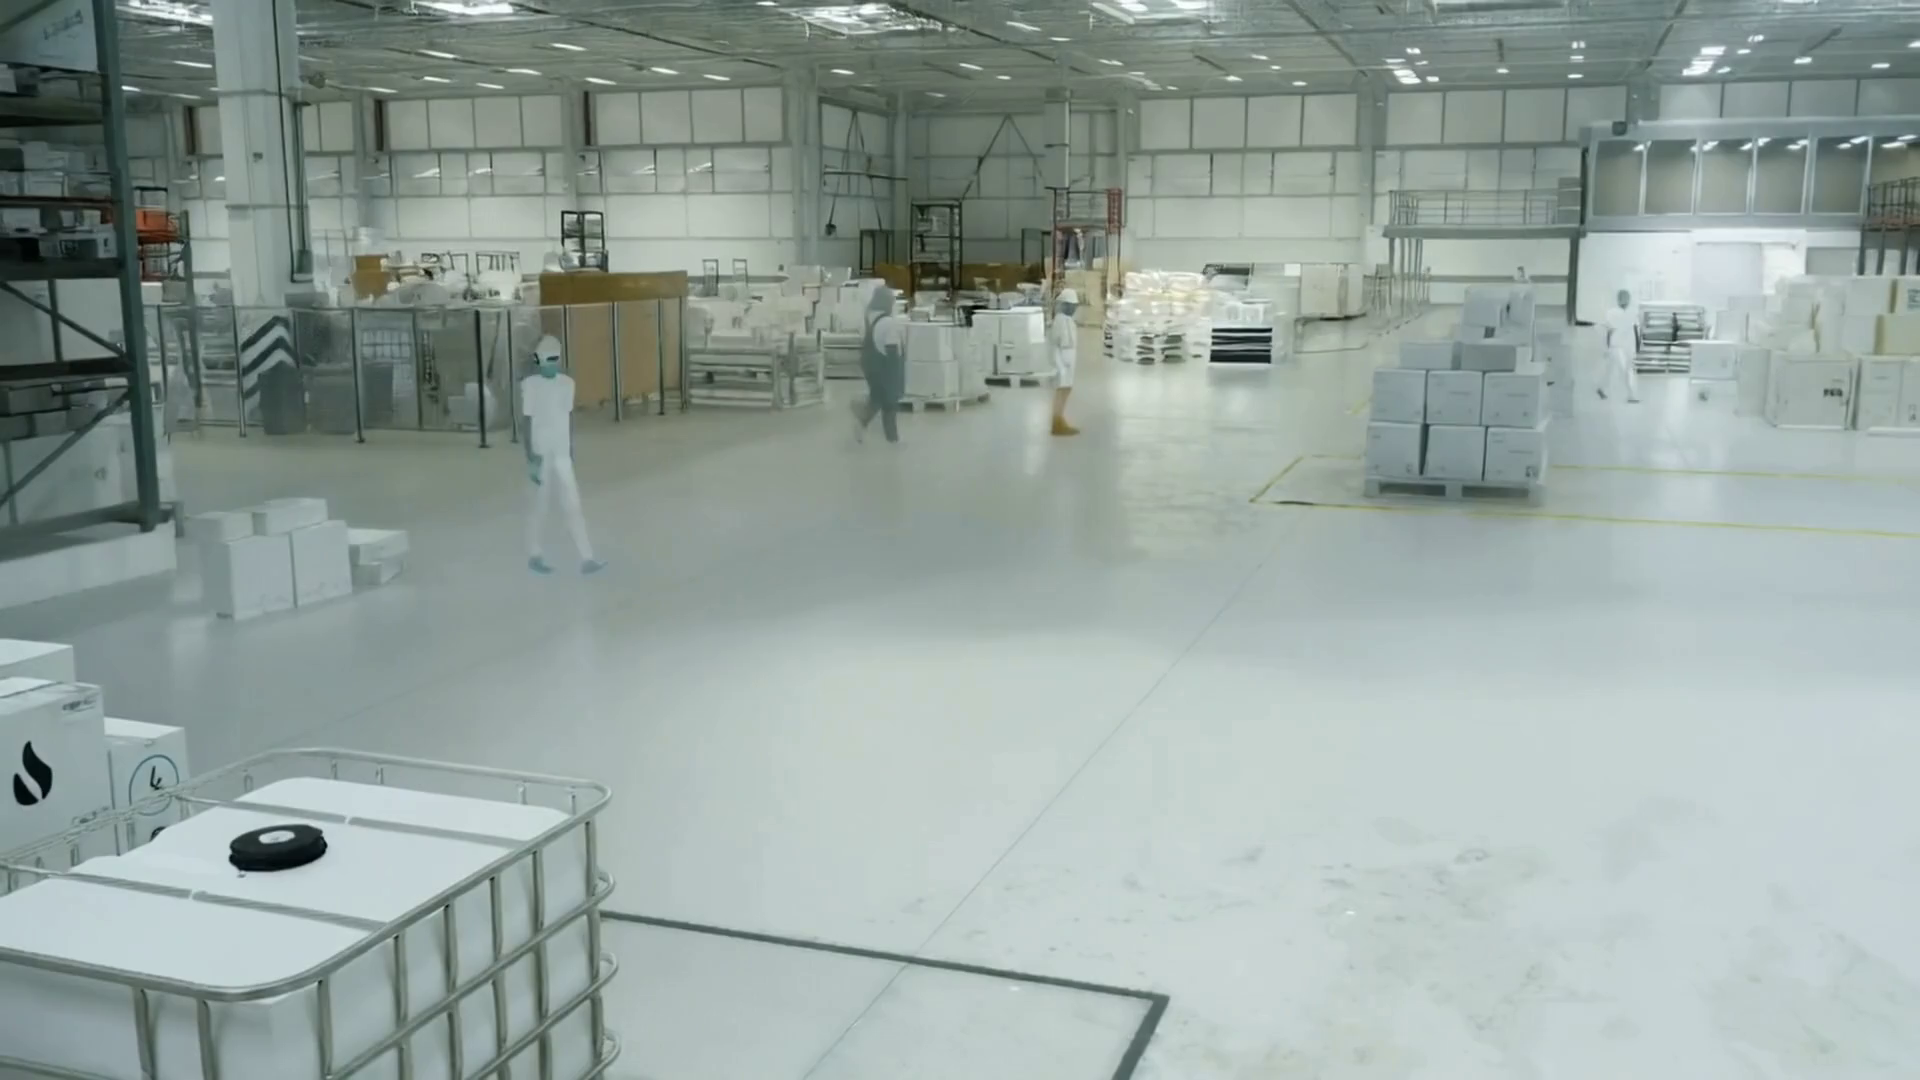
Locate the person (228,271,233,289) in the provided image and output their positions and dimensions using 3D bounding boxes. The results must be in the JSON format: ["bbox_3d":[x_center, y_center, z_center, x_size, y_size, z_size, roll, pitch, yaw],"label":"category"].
[{"bbox_3d":[-25.652,-8.864,58.910,0.633,1.858,1.023,4,11,24],"label":"person"}]

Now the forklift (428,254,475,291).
[{"bbox_3d":[-20.133,-10.254,65.465,1.157,1.987,2.680,3,11,19],"label":"forklift"}]

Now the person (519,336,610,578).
[{"bbox_3d":[-3.019,-0.607,12.470,0.529,1.819,0.934,-10,14,-44],"label":"person"}]

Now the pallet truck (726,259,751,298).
[{"bbox_3d":[-7.986,-9.493,62.019,0.823,1.965,1.885,3,11,17],"label":"pallet truck"}]

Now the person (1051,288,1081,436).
[{"bbox_3d":[1.406,-2.339,21.906,0.376,1.932,0.551,4,11,22],"label":"person"}]

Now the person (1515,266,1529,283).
[{"bbox_3d":[16.781,-7.258,49.771,0.358,1.880,0.607,-4,11,-20],"label":"person"}]

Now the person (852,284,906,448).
[{"bbox_3d":[-0.946,-2.137,20.470,0.615,2.000,0.700,-9,14,-43],"label":"person"}]

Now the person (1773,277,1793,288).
[{"bbox_3d":[13.170,-3.213,26.665,0.622,1.992,0.387,-10,14,-44],"label":"person"}]

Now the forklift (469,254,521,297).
[{"bbox_3d":[-17.990,-10.121,64.684,1.157,1.987,2.680,3,11,17],"label":"forklift"}]

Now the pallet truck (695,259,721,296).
[{"bbox_3d":[-9.165,-9.627,62.776,0.823,1.965,1.885,4,11,23],"label":"pallet truck"}]

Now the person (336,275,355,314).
[{"bbox_3d":[-15.401,-5.747,41.643,0.671,1.745,0.532,10,14,43],"label":"person"}]

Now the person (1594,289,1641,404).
[{"bbox_3d":[10.513,-3.096,26.511,0.561,1.815,0.927,-4,11,-22],"label":"person"}]

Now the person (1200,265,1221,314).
[{"bbox_3d":[6.301,-5.995,42.345,1.048,1.986,0.613,-8,13,-37],"label":"person"}]
